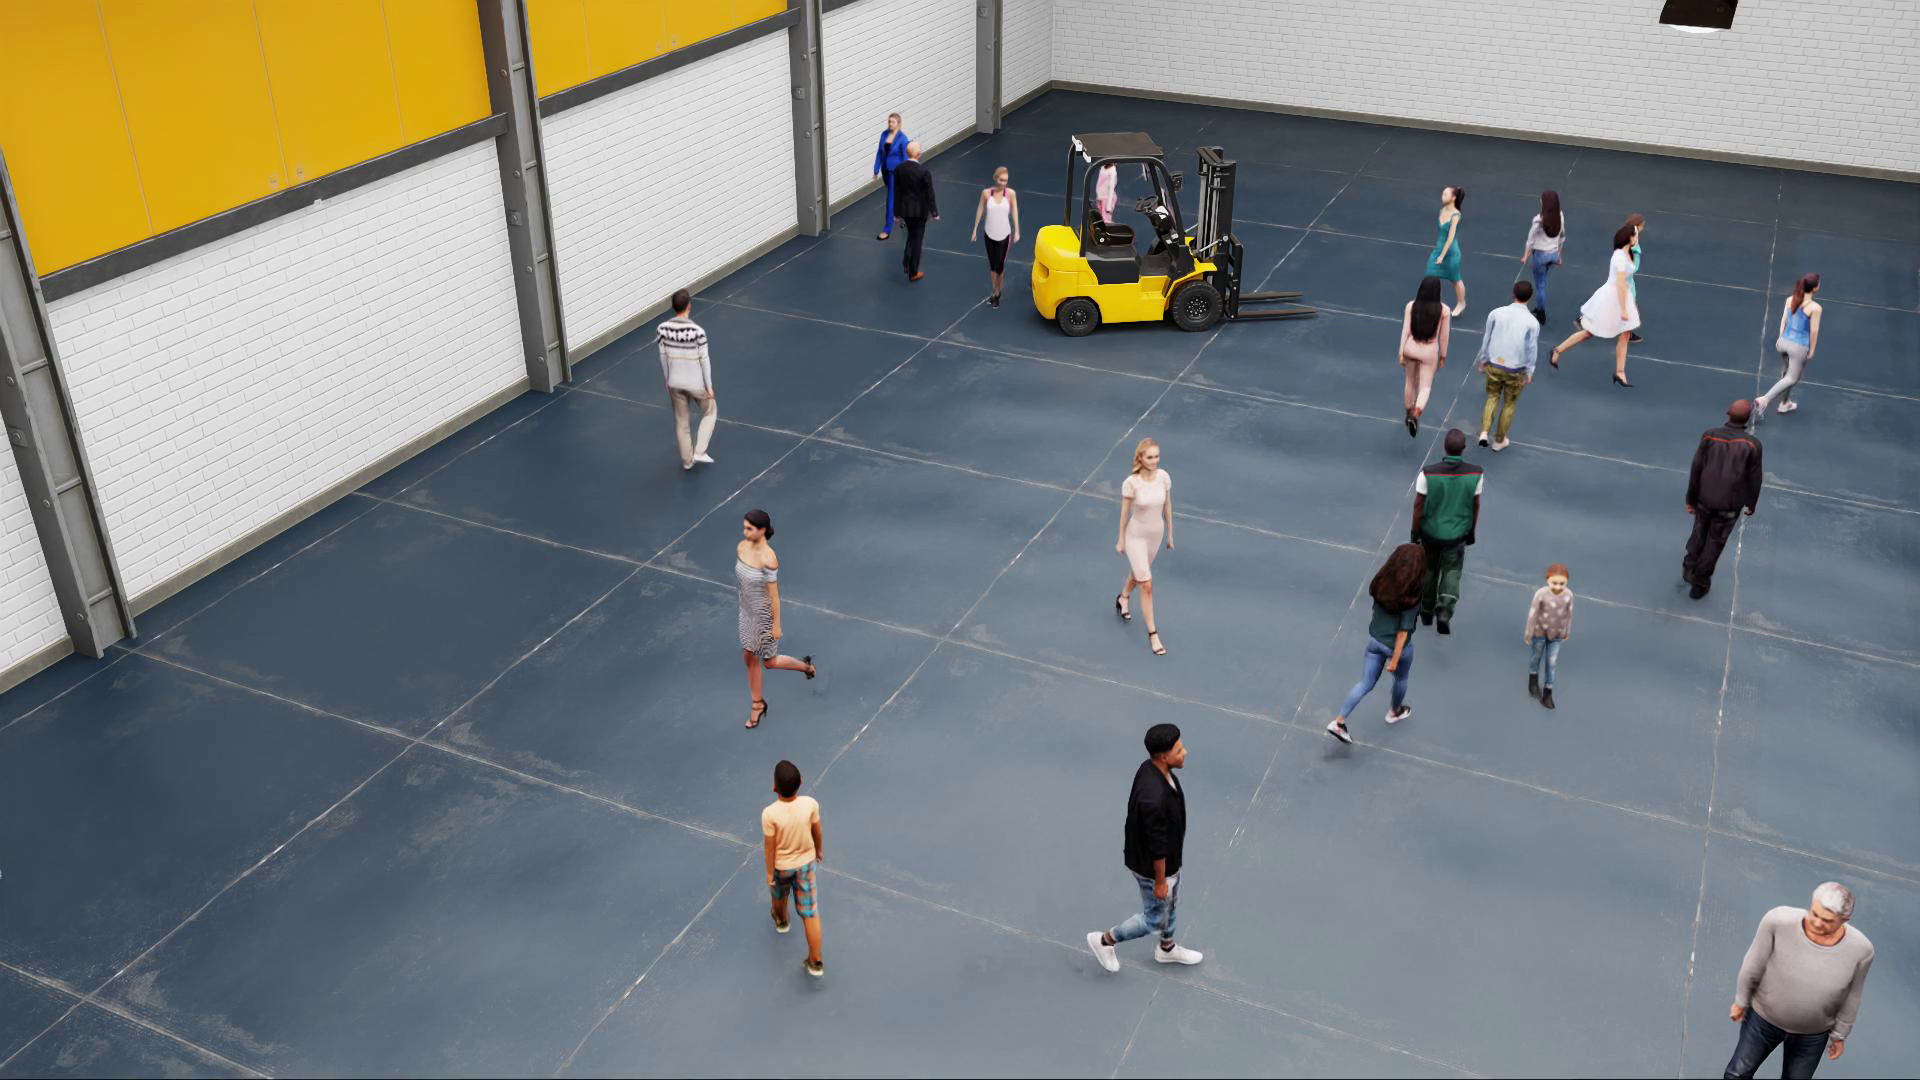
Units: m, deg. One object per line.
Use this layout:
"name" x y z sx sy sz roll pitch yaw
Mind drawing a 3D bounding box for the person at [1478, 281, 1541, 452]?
"person" 5.451 -1.697 16.662 0.799 1.798 0.857 19 34 31

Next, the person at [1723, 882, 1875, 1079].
"person" 4.397 2.526 8.815 0.732 1.899 0.621 14 32 25

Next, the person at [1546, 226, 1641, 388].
"person" 7.040 -2.550 18.267 0.782 1.759 1.174 18 33 29

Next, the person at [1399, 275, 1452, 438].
"person" 4.713 -1.847 17.041 0.647 1.697 1.031 11 30 19

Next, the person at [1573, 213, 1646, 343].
"person" 7.661 -3.066 19.449 0.773 1.532 0.999 5 29 9

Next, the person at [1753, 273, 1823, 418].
"person" 8.712 -2.010 17.453 1.053 1.589 0.935 -14 32 -24

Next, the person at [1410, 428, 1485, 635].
"person" 3.963 -0.024 13.564 0.845 1.827 1.030 5 29 8

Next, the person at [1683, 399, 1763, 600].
"person" 6.428 -0.318 14.121 0.799 1.811 0.814 24 37 36

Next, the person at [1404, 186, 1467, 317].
"person" 5.916 -3.406 19.971 1.076 1.630 0.996 -11 30 -19

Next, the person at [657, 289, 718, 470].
"person" -2.697 -1.517 16.279 0.755 1.848 0.686 7 29 13

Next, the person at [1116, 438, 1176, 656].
"person" 1.472 -0.022 13.609 1.063 1.780 1.098 -11 30 -19

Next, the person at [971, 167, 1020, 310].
"person" 0.492 -3.753 20.469 0.776 1.761 0.742 10 30 18

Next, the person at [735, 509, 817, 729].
"person" -1.431 0.570 12.500 1.005 1.803 0.794 -25 37 -38

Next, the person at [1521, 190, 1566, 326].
"person" 7.049 -3.349 19.881 0.711 1.614 0.783 -13 31 -22

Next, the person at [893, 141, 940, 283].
"person" -0.617 -4.155 21.181 0.706 1.787 0.641 15 32 26

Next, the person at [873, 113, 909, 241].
"person" -0.873 -5.041 22.939 0.787 1.658 1.197 20 34 32

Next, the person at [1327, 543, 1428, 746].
"person" 3.111 0.819 12.297 1.196 1.561 0.952 -19 34 -30

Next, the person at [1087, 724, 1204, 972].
"person" 1.123 1.906 10.059 0.892 1.797 0.962 5 29 9

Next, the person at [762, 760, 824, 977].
"person" -0.999 2.026 10.217 0.954 1.433 1.021 -10 30 -18

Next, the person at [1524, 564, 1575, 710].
"person" 4.573 0.679 12.956 0.607 1.176 0.767 5 29 8
